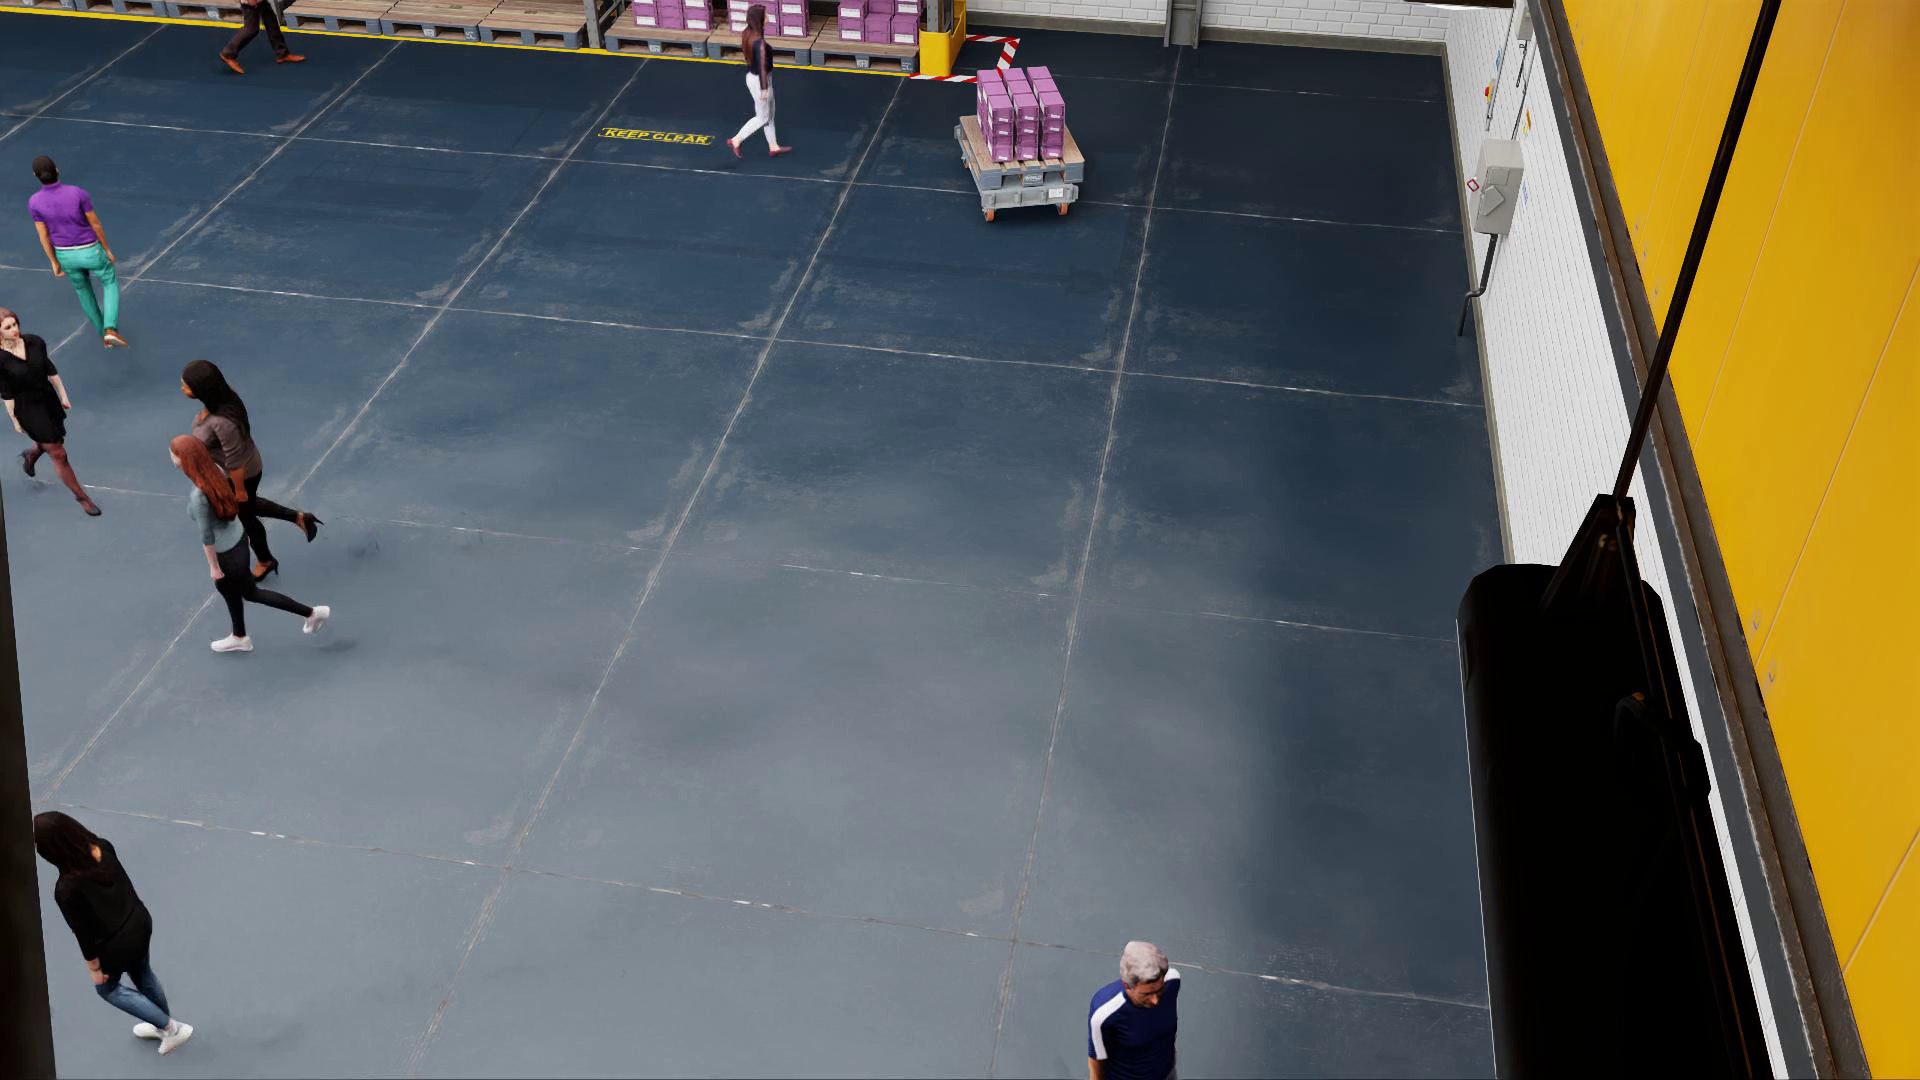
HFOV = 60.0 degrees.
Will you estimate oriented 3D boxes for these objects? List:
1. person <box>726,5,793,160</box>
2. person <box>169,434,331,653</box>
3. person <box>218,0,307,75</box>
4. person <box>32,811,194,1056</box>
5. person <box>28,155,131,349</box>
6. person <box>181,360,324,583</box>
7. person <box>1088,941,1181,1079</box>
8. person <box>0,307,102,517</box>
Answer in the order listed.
[{"bbox_3d":[-2.044,-4.515,16.540,1.034,1.591,0.893,-14,41,-17],"label":"person"},{"bbox_3d":[-4.626,0.064,10.705,1.105,1.717,0.784,-1,39,-1],"label":"person"},{"bbox_3d":[-7.910,-6.040,18.282,1.237,1.799,1.019,-10,40,-12],"label":"person"},{"bbox_3d":[-4.170,1.996,8.362,0.713,1.621,0.612,3,39,4],"label":"person"},{"bbox_3d":[-7.204,-2.297,13.627,0.932,1.760,0.928,-12,40,-15],"label":"person"},{"bbox_3d":[-4.785,-0.467,11.286,0.993,1.822,0.900,-12,40,-15],"label":"person"},{"bbox_3d":[0.771,2.414,7.670,0.749,1.831,0.825,-21,43,-24],"label":"person"},{"bbox_3d":[-6.704,-0.946,11.997,1.087,1.682,0.785,17,42,21],"label":"person"}]
